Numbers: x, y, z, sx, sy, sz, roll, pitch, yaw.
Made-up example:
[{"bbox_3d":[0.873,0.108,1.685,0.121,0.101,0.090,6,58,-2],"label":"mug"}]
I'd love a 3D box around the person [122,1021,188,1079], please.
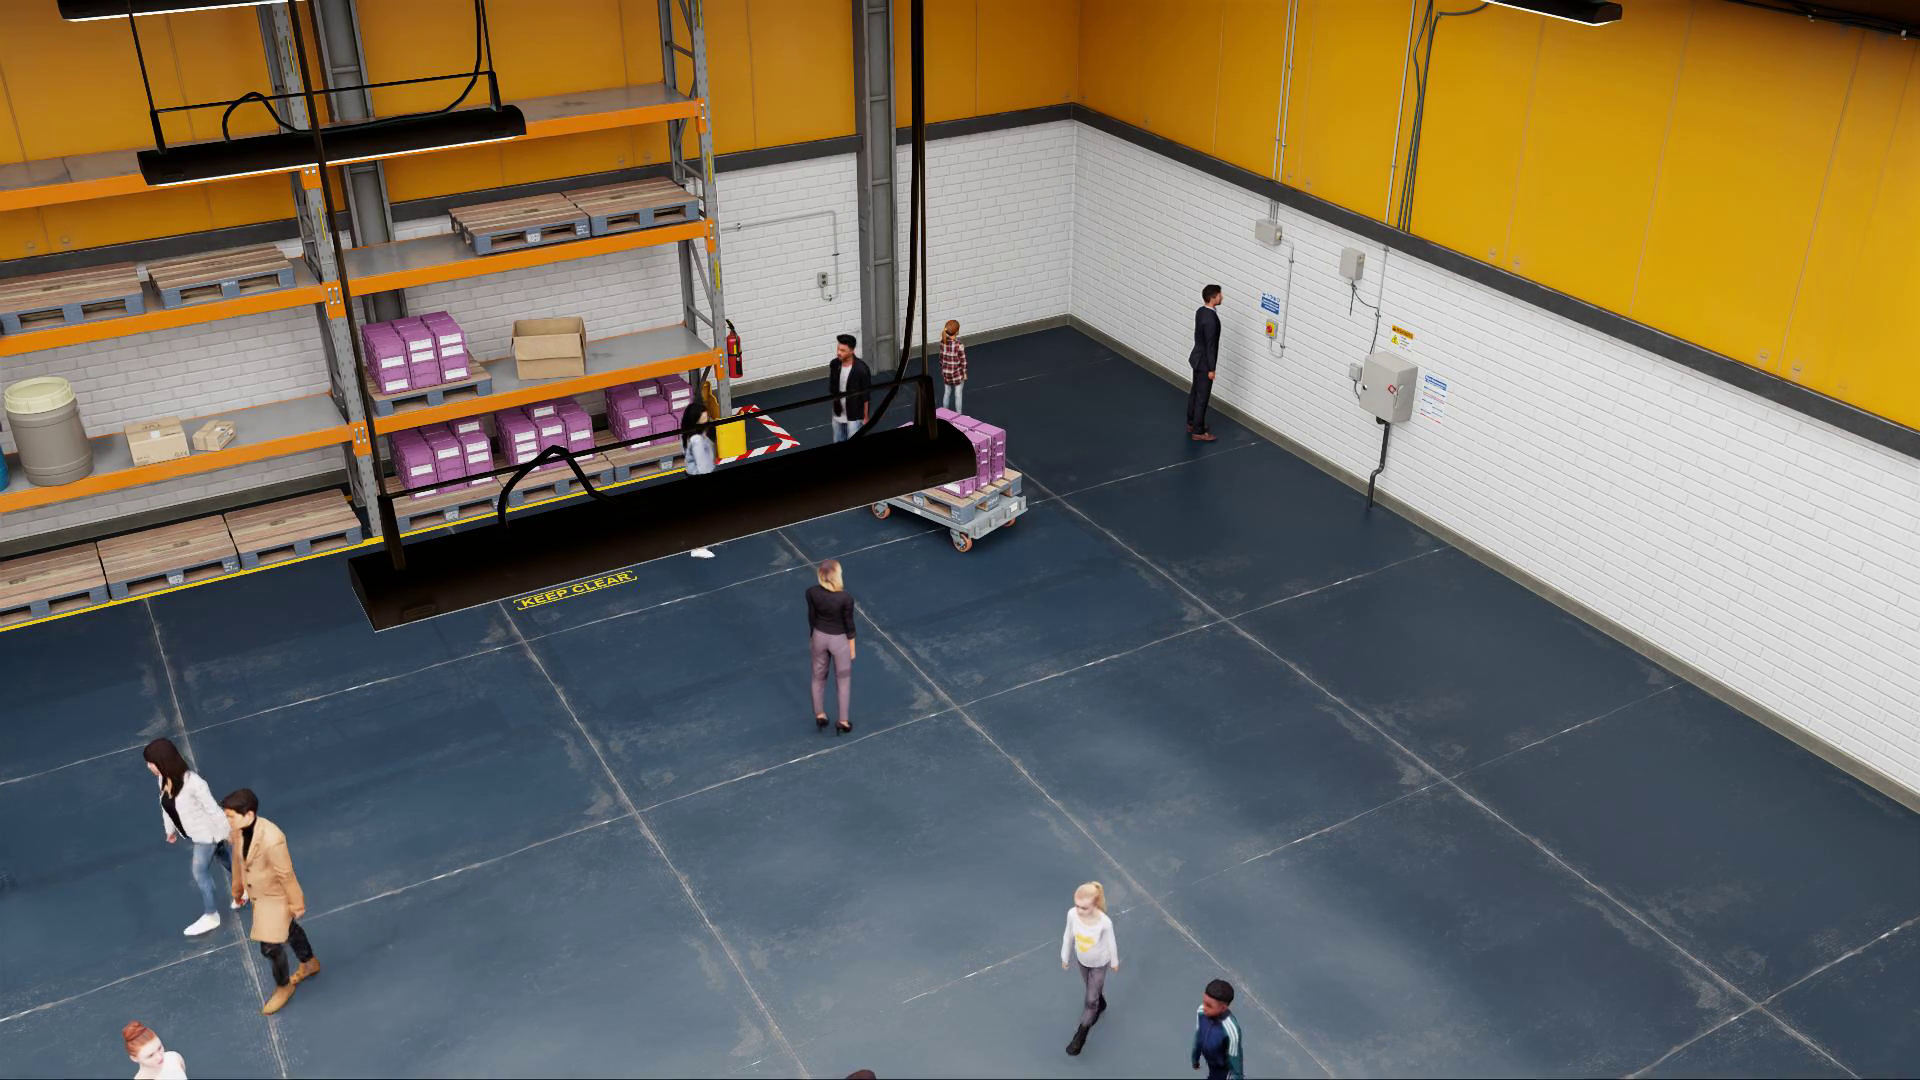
[{"bbox_3d":[-4.422,3.413,9.363,0.677,1.793,0.619,7,29,13],"label":"person"}]

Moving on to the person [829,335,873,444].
[{"bbox_3d":[-1.137,-1.455,18.292,0.904,1.788,1.030,19,34,31],"label":"person"}]

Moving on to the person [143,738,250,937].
[{"bbox_3d":[-5.410,2.058,12.048,0.850,1.600,0.994,15,32,25],"label":"person"}]

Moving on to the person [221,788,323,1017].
[{"bbox_3d":[-4.631,2.363,11.372,0.850,1.712,0.914,19,34,31],"label":"person"}]

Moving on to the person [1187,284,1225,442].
[{"bbox_3d":[2.858,-2.085,19.364,0.701,1.867,0.724,-5,29,-8],"label":"person"}]

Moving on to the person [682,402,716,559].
[{"bbox_3d":[-2.650,-0.654,16.919,0.614,1.696,0.664,-20,35,-32],"label":"person"}]

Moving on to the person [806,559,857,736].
[{"bbox_3d":[-1.098,0.911,14.081,0.669,1.667,0.719,9,30,16],"label":"person"}]

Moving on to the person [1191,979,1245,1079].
[{"bbox_3d":[1.662,3.212,10.314,0.621,1.234,0.512,-15,32,-25],"label":"person"}]

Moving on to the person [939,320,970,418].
[{"bbox_3d":[-0.082,-2.010,19.813,0.614,1.306,0.646,17,33,29],"label":"person"}]

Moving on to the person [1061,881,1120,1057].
[{"bbox_3d":[0.917,2.761,11.123,0.724,1.252,0.904,16,33,27],"label":"person"}]
